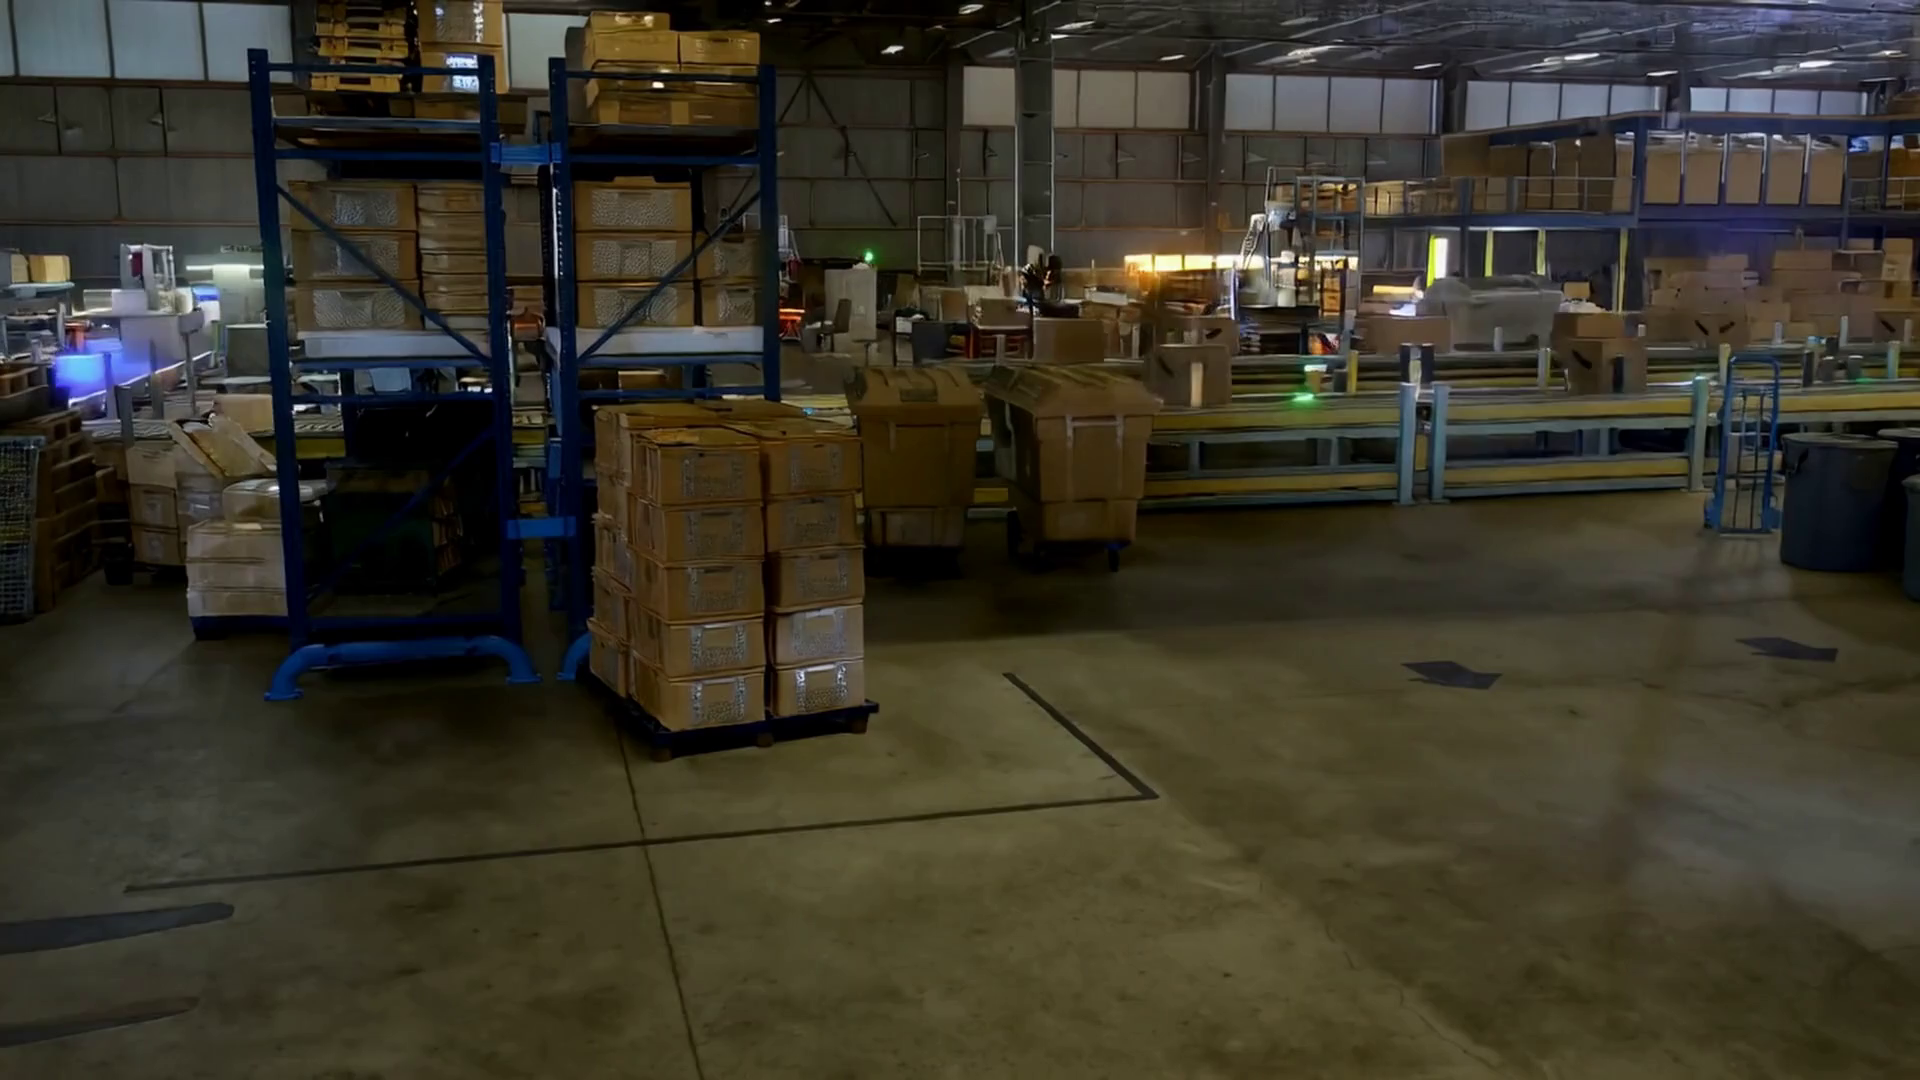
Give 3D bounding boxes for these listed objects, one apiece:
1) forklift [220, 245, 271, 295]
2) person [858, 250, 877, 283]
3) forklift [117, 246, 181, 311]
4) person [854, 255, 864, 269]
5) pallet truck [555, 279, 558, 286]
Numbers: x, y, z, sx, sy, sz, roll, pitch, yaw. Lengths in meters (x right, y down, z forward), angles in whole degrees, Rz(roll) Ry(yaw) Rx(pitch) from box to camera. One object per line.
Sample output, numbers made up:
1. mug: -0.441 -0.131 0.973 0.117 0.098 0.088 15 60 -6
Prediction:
1. forklift: -17.749 -6.334 41.440 1.157 1.987 2.680 -3 10 -17
2. person: -2.686 -7.192 47.105 0.637 2.018 0.824 -6 12 -31
3. forklift: -19.966 -6.232 40.894 1.157 1.987 2.680 -3 10 -15
4. person: -2.905 -7.795 50.837 0.642 1.913 0.409 5 11 25
5. pallet truck: -10.604 -6.375 44.520 0.653 1.274 1.630 -3 10 -15
